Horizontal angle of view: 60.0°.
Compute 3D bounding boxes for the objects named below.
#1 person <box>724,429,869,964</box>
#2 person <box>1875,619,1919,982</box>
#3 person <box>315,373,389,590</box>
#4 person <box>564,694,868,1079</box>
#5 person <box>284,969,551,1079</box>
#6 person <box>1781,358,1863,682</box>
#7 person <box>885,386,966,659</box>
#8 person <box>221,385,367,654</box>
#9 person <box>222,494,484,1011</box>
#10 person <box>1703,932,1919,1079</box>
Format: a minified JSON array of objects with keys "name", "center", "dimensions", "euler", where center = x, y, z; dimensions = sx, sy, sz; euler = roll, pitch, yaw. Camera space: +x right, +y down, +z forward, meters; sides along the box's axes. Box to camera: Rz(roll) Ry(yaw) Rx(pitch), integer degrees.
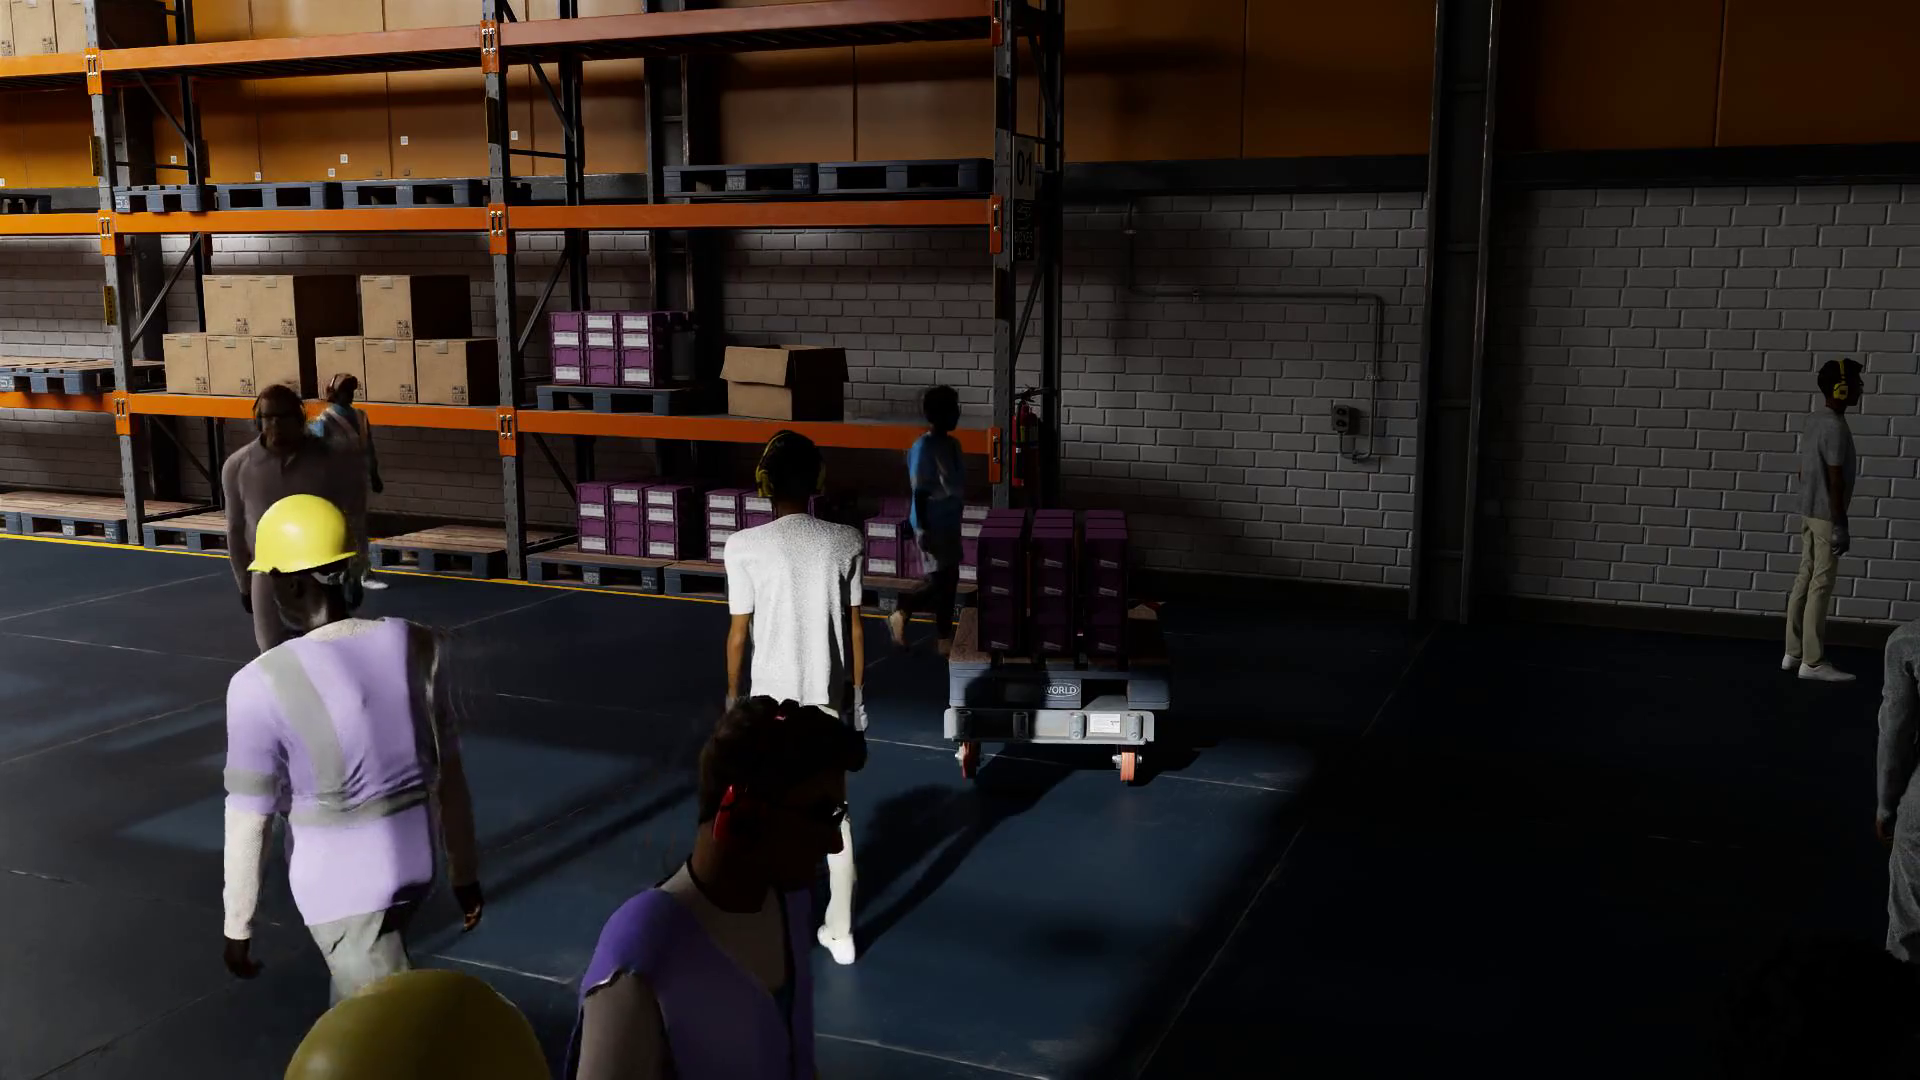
[{"name":"person","center":[-0.555,0.556,5.690],"dimensions":[0.514,1.861,0.316],"euler":[-4,10,-22]},{"name":"person","center":[2.859,0.780,4.710],"dimensions":[0.484,1.737,0.309],"euler":[7,12,38]},{"name":"person","center":[-4.607,-0.446,12.398],"dimensions":[0.742,1.614,0.513],"euler":[3,10,15]},{"name":"person","center":[-0.296,1.124,2.439],"dimensions":[0.824,1.799,0.621],"euler":[2,10,13]},{"name":"person","center":[-0.415,1.271,1.566],"dimensions":[0.906,1.790,0.610],"euler":[2,10,12]},{"name":"person","center":[5.056,-0.120,9.698],"dimensions":[0.328,1.873,0.521],"euler":[1,10,6]},{"name":"person","center":[-0.156,-0.095,10.075],"dimensions":[0.447,1.686,0.548],"euler":[5,11,26]},{"name":"person","center":[-3.203,0.173,8.050],"dimensions":[0.637,1.841,1.043],"euler":[-3,10,-19]},{"name":"person","center":[-1.473,0.822,4.082],"dimensions":[1.010,1.869,0.597],"euler":[5,11,28]},{"name":"person","center":[0.910,1.265,1.913],"dimensions":[0.317,1.698,0.534],"euler":[-2,10,-14]}]
